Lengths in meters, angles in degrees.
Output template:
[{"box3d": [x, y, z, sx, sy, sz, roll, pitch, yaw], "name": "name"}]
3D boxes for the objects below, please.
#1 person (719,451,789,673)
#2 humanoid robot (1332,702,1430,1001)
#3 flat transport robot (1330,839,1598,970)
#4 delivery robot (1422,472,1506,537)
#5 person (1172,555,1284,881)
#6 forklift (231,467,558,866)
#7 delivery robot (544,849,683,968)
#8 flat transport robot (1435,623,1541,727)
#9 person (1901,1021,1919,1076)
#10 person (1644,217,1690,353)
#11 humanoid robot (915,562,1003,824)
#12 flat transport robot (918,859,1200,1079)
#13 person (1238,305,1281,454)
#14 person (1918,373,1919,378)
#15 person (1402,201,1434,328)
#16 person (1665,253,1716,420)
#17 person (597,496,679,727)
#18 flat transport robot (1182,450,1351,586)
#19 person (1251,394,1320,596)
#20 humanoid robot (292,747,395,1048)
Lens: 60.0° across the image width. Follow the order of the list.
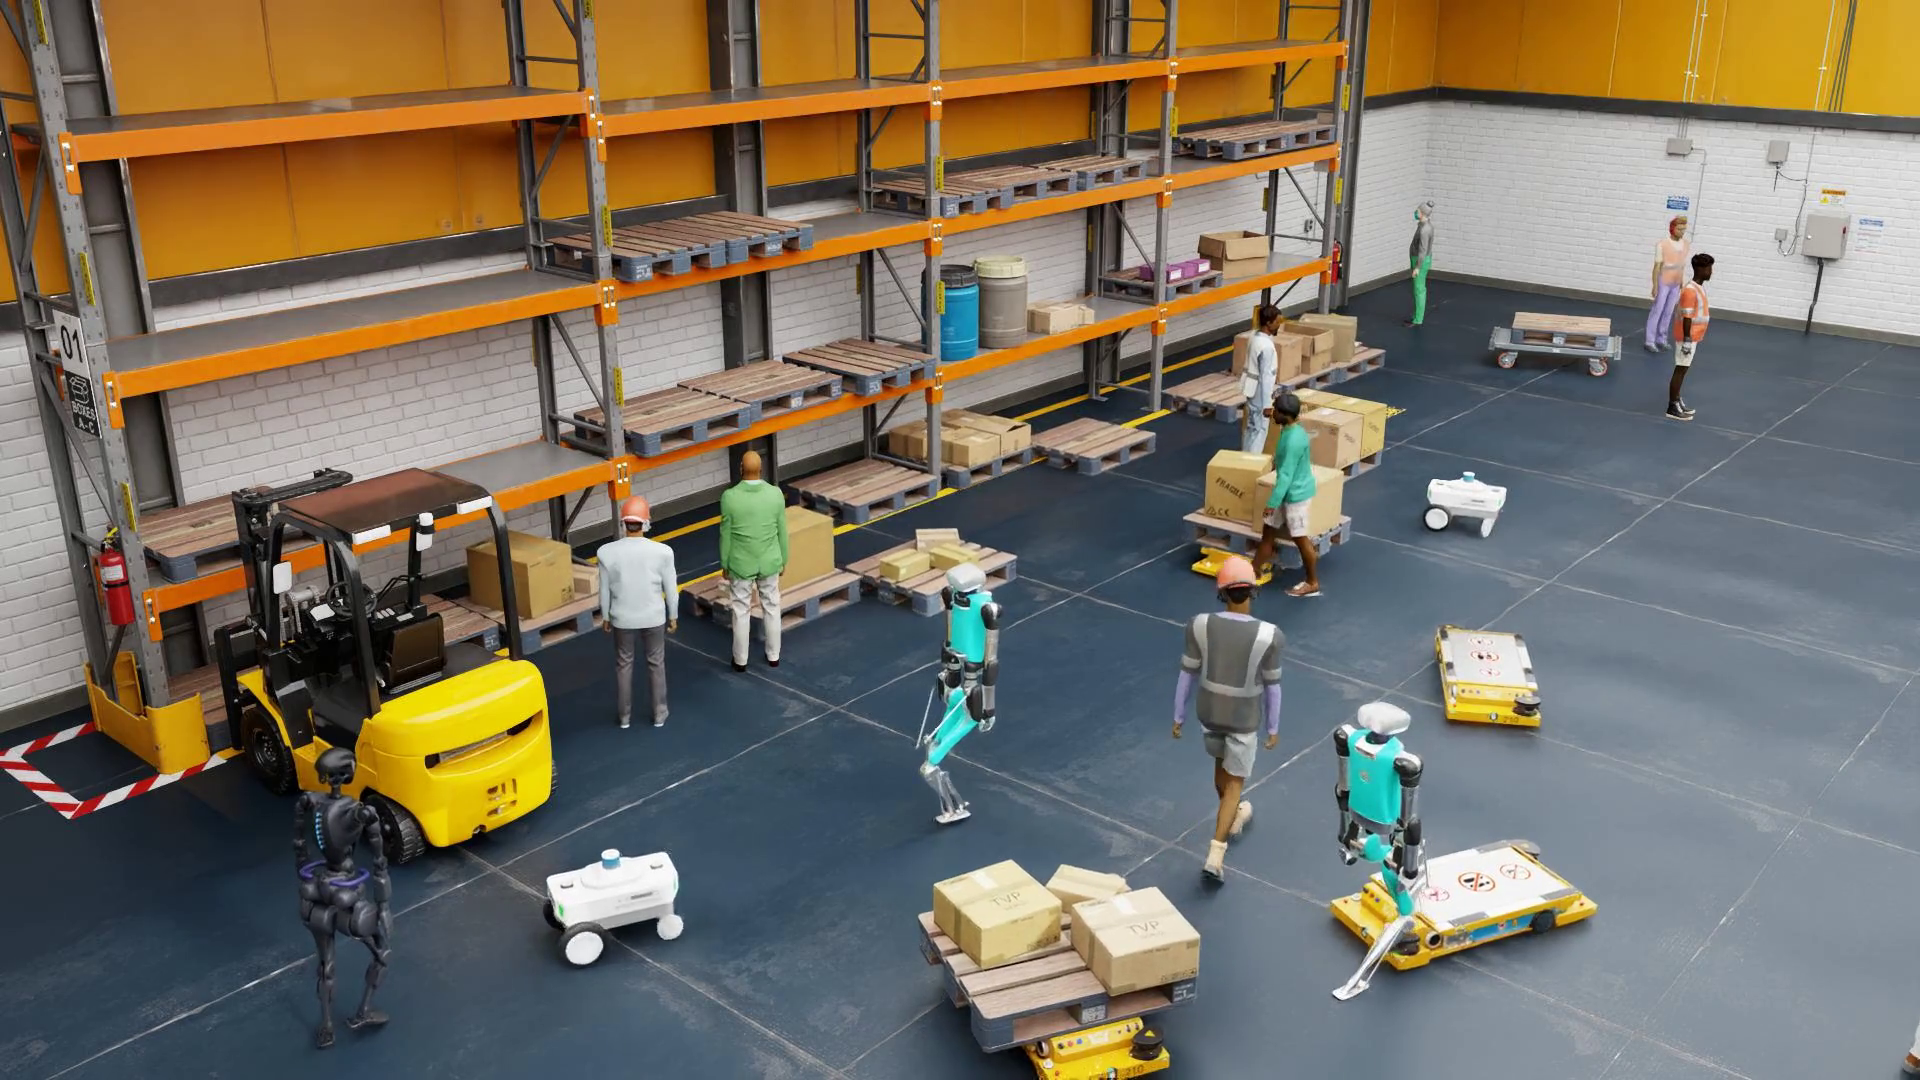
[{"box3d": [-1.591, 0.175, 12.910, 0.548, 1.781, 0.385, -7, 21, -19], "name": "person"}, {"box3d": [2.455, 1.627, 9.103, 1.019, 1.772, 0.531, -15, 25, -35], "name": "humanoid robot"}, {"box3d": [2.968, 2.129, 9.784, 1.431, 0.231, 0.659, -9, 22, -22], "name": "flat transport robot"}, {"box3d": [4.878, -0.366, 16.125, 0.763, 0.592, 0.499, 8, 22, 21], "name": "delivery robot"}, {"box3d": [1.637, 1.063, 10.191, 0.634, 1.987, 0.971, 10, 22, 25], "name": "person"}, {"box3d": [-3.730, 0.710, 10.856, 2.313, 2.155, 1.214, 17, 26, 38], "name": "forklift"}, {"box3d": [-2.001, 2.070, 9.545, 0.809, 0.606, 0.499, -9, 22, -22], "name": "delivery robot"}, {"box3d": [4.035, 1.024, 12.777, 0.659, 0.231, 1.431, 4, 21, 11], "name": "flat transport robot"}, {"box3d": [5.042, 1.878, 8.072, 0.385, 1.935, 0.639, -3, 20, -8], "name": "person"}, {"box3d": [9.668, -3.495, 22.747, 0.569, 1.840, 0.373, -10, 22, -25], "name": "person"}, {"box3d": [-0.107, 1.059, 10.570, 0.712, 1.799, 0.547, -14, 25, -34], "name": "humanoid robot"}, {"box3d": [0.506, 2.430, 8.967, 0.659, 0.231, 1.431, -8, 22, -20], "name": "flat transport robot"}, {"box3d": [3.098, -1.499, 17.246, 0.392, 1.911, 0.598, -1, 20, -4], "name": "person"}, {"box3d": [12.605, -2.799, 20.997, 0.483, 1.750, 0.724, 1, 20, 2], "name": "person"}, {"box3d": [6.671, -4.009, 24.149, 0.341, 1.839, 0.508, 7, 21, 18], "name": "person"}, {"box3d": [8.624, -2.414, 19.644, 0.366, 1.965, 0.605, 11, 23, 27], "name": "person"}, {"box3d": [-2.311, 0.524, 12.010, 0.572, 1.737, 0.350, -3, 20, -7], "name": "person"}, {"box3d": [2.802, 0.092, 15.303, 0.659, 0.231, 1.431, 16, 26, 37], "name": "flat transport robot"}, {"box3d": [2.744, -0.372, 14.339, 0.902, 1.807, 0.504, 0, 20, 1], "name": "person"}, {"box3d": [-3.203, 1.840, 8.537, 0.599, 1.646, 0.377, 7, 21, 19], "name": "humanoid robot"}]
